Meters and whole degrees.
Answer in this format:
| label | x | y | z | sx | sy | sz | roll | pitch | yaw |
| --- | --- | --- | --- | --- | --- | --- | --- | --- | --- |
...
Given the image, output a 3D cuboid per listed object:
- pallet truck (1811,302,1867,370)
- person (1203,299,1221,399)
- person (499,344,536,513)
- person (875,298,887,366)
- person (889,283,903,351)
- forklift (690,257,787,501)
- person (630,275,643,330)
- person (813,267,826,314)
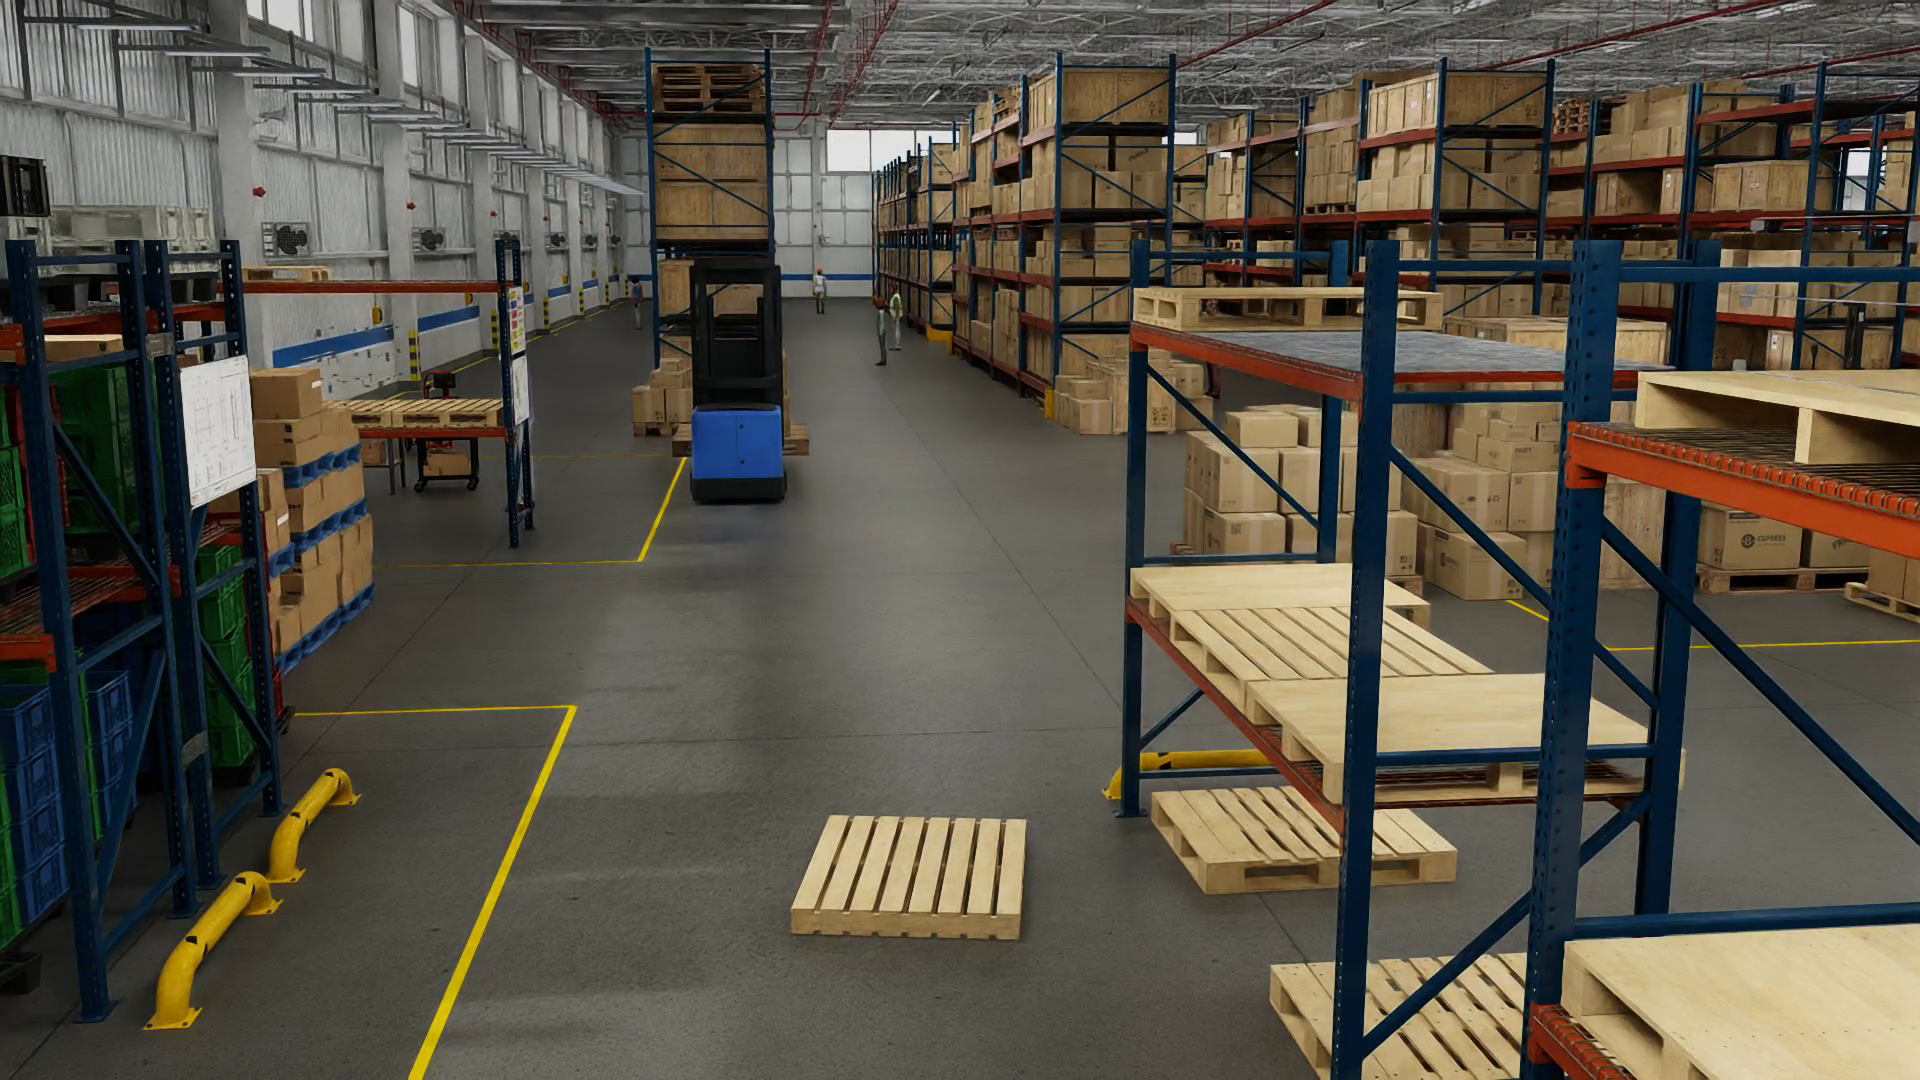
| label | x | y | z | sx | sy | sz | roll | pitch | yaw |
| --- | --- | --- | --- | --- | --- | --- | --- | --- | --- |
| pallet truck | 15.846 | -3.142 | 28.793 | 1.885 | 1.965 | 0.823 | 2 | 10 | 12 |
| person | 4.836 | -3.671 | 31.970 | 0.400 | 1.910 | 0.643 | -1 | 10 | -4 |
| person | -4.944 | -1.270 | 18.582 | 0.379 | 1.940 | 0.629 | -1 | 10 | -4 |
| person | -1.918 | -5.020 | 40.203 | 0.286 | 1.633 | 0.500 | -1 | 10 | -4 |
| person | -1.757 | -6.130 | 45.762 | 0.397 | 1.847 | 0.564 | -1 | 10 | -4 |
| forklift | -2.651 | -1.956 | 19.772 | 1.129 | 2.768 | 1.873 | -1 | 10 | -6 |
| person | -10.957 | -8.042 | 56.372 | 0.430 | 1.845 | 0.624 | -1 | 10 | -4 |
| person | -5.781 | -10.269 | 68.543 | 0.549 | 1.913 | 0.688 | -2 | 10 | -10 |
